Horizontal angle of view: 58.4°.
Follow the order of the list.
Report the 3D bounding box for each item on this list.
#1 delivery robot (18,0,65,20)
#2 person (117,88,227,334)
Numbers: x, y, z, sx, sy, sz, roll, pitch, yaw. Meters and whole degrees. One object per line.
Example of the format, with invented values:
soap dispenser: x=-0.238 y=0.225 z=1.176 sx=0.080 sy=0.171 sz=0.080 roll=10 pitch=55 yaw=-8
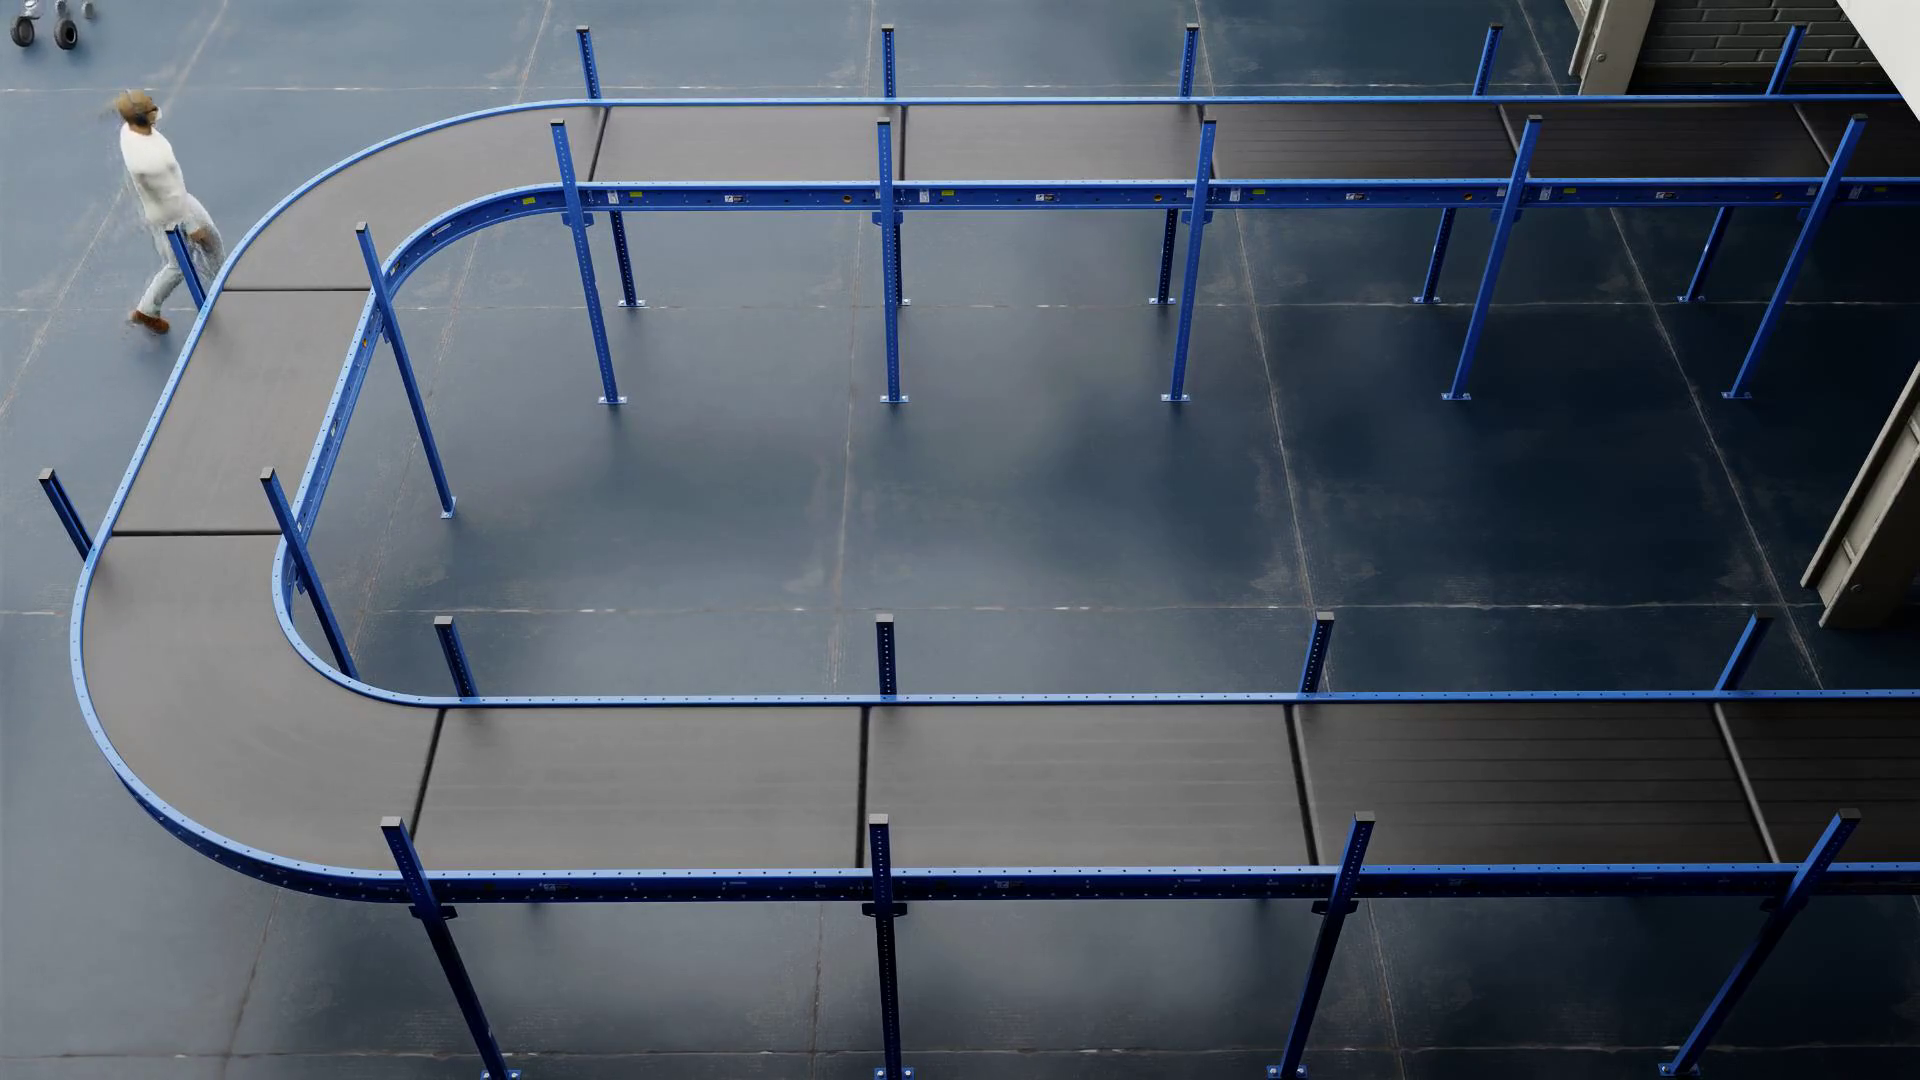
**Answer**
delivery robot: x=-8.135 y=-4.902 z=15.251 sx=0.335 sy=0.223 sz=0.698 roll=6 pitch=47 yaw=5
person: x=-5.639 y=-2.316 z=12.139 sx=0.915 sy=1.907 sz=0.629 roll=-19 pitch=50 yaw=-17
